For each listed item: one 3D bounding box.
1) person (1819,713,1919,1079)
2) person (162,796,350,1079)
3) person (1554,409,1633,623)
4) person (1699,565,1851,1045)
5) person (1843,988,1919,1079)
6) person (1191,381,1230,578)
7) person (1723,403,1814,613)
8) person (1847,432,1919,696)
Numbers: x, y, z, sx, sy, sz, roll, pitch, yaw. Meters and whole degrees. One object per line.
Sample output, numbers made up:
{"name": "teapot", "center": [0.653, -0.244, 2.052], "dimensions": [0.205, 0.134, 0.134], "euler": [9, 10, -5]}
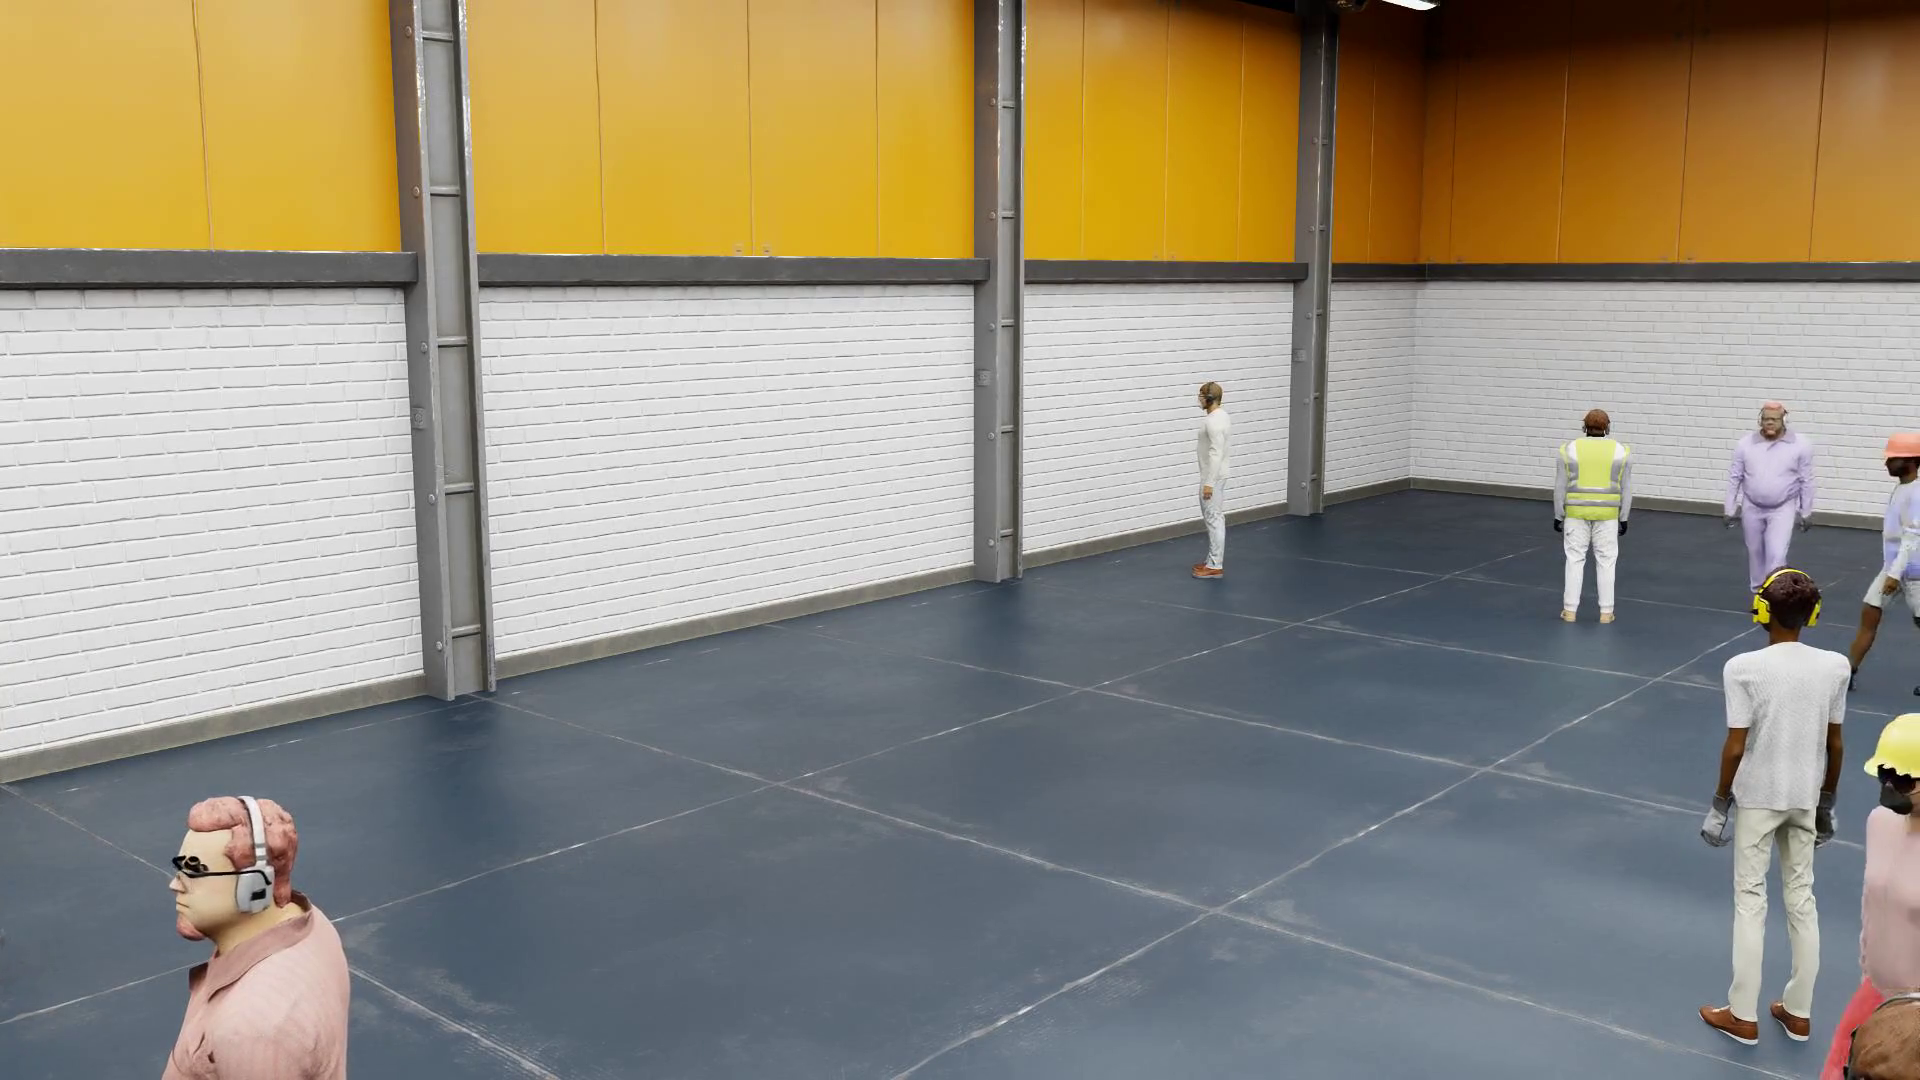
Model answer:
{"name": "person", "center": [2.728, 1.349, 4.792], "dimensions": [0.380, 1.750, 0.518], "euler": [-2, 9, -11]}
{"name": "person", "center": [-1.496, 1.467, 3.548], "dimensions": [0.410, 1.913, 0.651], "euler": [-3, 9, -17]}
{"name": "person", "center": [5.418, -0.206, 14.275], "dimensions": [0.626, 1.843, 0.430], "euler": [3, 10, 18]}
{"name": "person", "center": [3.147, 1.025, 6.452], "dimensions": [0.521, 1.874, 0.327], "euler": [-1, 9, -4]}
{"name": "person", "center": [1.534, 1.625, 2.792], "dimensions": [0.621, 1.840, 0.430], "euler": [4, 10, 21]}
{"name": "person", "center": [2.479, -0.593, 16.404], "dimensions": [0.358, 1.937, 0.636], "euler": [2, 9, 11]}
{"name": "person", "center": [6.950, -0.241, 14.377], "dimensions": [0.678, 1.870, 0.918], "euler": [7, 11, 37]}
{"name": "person", "center": [6.630, 0.183, 11.709], "dimensions": [0.990, 1.884, 0.566], "euler": [1, 9, 7]}
